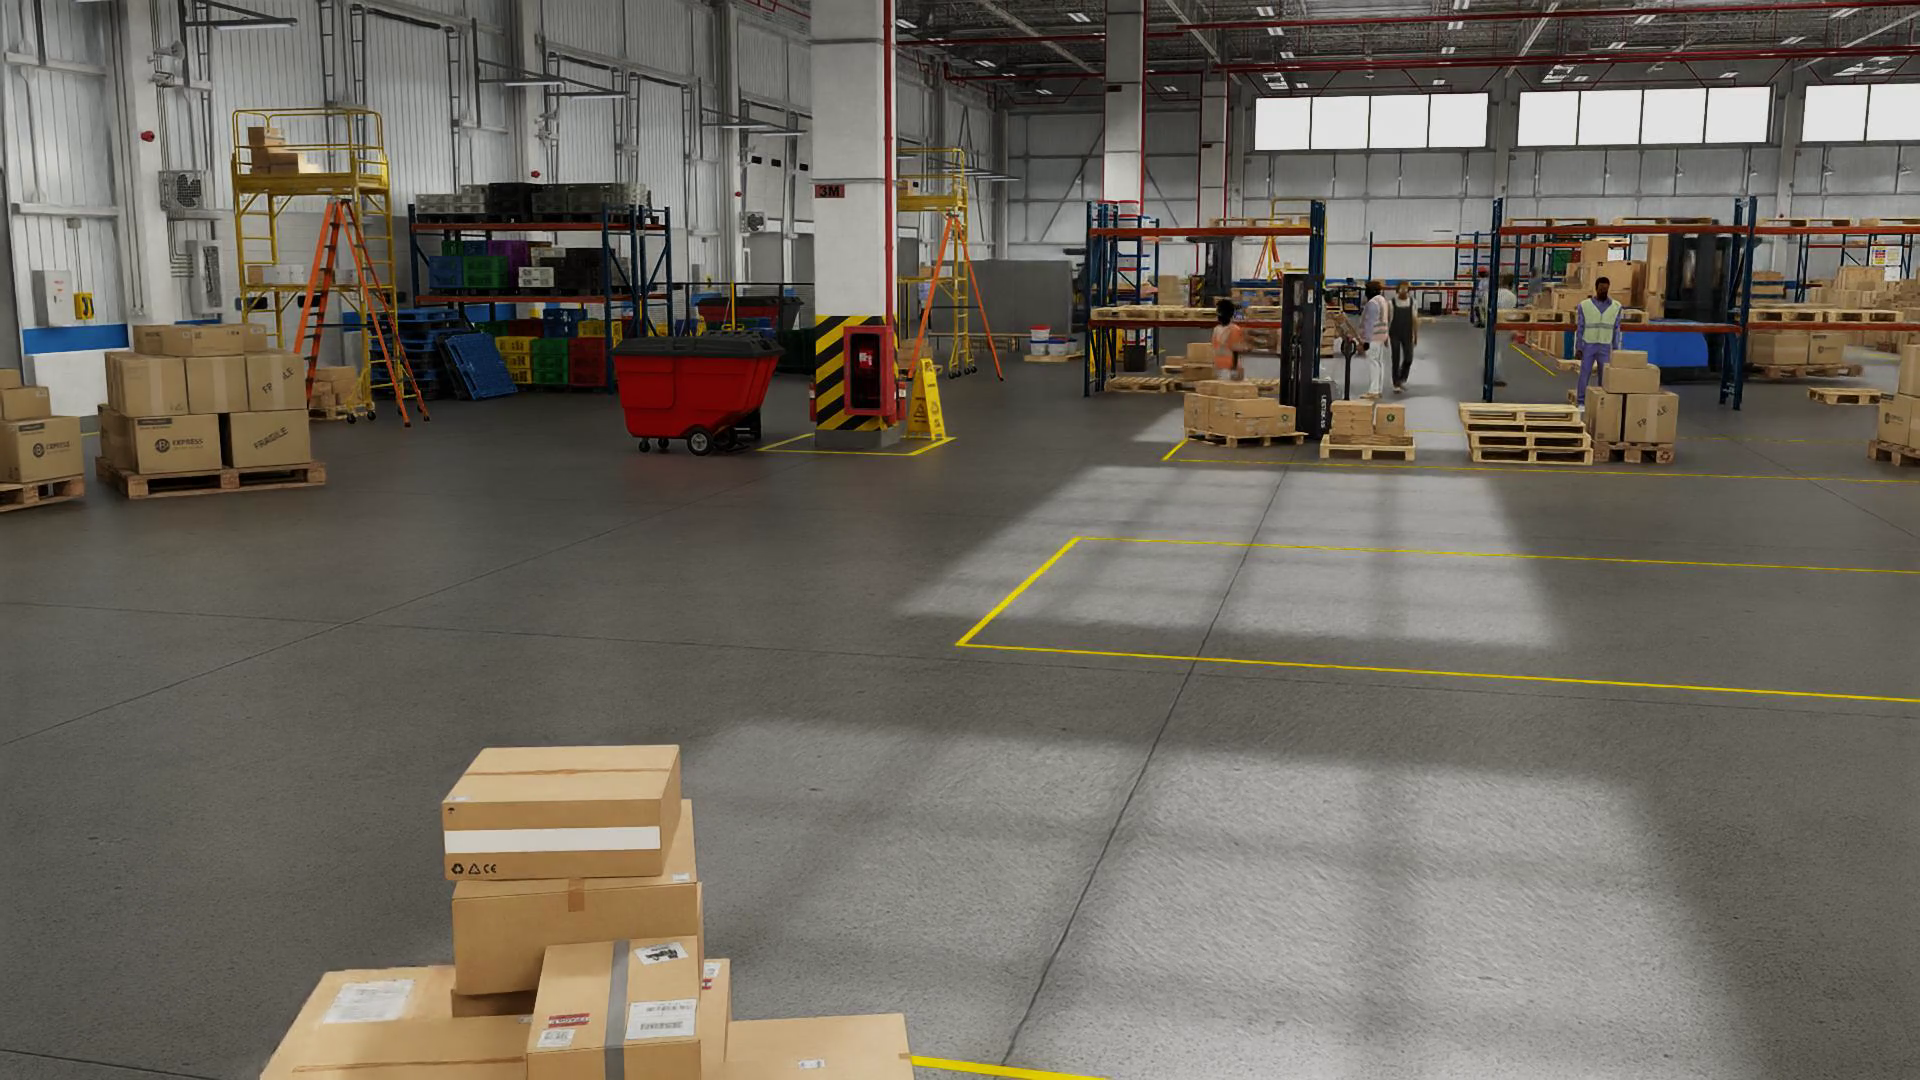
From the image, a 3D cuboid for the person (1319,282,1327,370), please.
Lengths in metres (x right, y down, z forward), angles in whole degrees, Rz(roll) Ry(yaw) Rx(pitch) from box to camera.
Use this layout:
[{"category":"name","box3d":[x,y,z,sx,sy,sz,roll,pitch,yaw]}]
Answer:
[{"category":"person","box3d":[6.888,-4.126,32.064,0.485,1.738,0.320,-9,13,-42]}]

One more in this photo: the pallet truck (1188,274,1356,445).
[{"category":"pallet truck","box3d":[3.653,-2.138,19.590,1.885,1.965,0.823,-4,10,-20]}]

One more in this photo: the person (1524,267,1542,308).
[{"category":"person","box3d":[17.686,-7.470,51.363,1.068,1.875,0.624,-3,10,-18]}]

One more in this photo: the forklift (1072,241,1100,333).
[{"category":"forklift","box3d":[4.057,-7.290,47.330,1.873,2.768,1.129,2,10,14]}]

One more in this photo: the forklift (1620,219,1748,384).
[{"category":"forklift","box3d":[12.593,-4.151,28.846,1.873,2.768,1.129,-3,10,-15]}]

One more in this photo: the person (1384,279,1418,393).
[{"category":"person","box3d":[7.096,-3.272,26.748,0.548,1.827,0.414,1,10,5]}]

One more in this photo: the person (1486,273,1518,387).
[{"category":"person","box3d":[9.138,-3.522,27.967,0.447,1.917,0.645,-3,10,-19]}]

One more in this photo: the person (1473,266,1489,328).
[{"category":"person","box3d":[16.045,-7.471,51.223,0.578,1.911,0.544,-2,10,-9]}]

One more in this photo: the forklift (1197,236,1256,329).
[{"category":"forklift","box3d":[7.993,-7.854,50.650,1.873,2.768,1.129,-2,10,-12]}]

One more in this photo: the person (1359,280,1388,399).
[{"category":"person","box3d":[6.380,-3.091,25.715,0.431,1.836,0.621,5,11,26]}]

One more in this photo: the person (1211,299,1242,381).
[{"category":"person","box3d":[3.285,-2.104,20.326,0.553,1.680,0.535,-4,10,-21]}]

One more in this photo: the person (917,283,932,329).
[{"category":"person","box3d":[-1.018,-7.365,50.576,0.544,1.930,0.389,-4,11,-24]}]

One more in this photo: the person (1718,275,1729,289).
[{"category":"person","box3d":[15.360,-4.448,33.659,0.935,1.846,0.585,4,10,20]}]

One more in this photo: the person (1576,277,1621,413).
[{"category":"person","box3d":[8.942,-2.728,23.338,0.586,1.910,0.395,1,10,6]}]

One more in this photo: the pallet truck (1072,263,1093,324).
[{"category":"pallet truck","box3d":[4.325,-8.180,55.162,0.823,1.965,1.885,6,11,31]}]
